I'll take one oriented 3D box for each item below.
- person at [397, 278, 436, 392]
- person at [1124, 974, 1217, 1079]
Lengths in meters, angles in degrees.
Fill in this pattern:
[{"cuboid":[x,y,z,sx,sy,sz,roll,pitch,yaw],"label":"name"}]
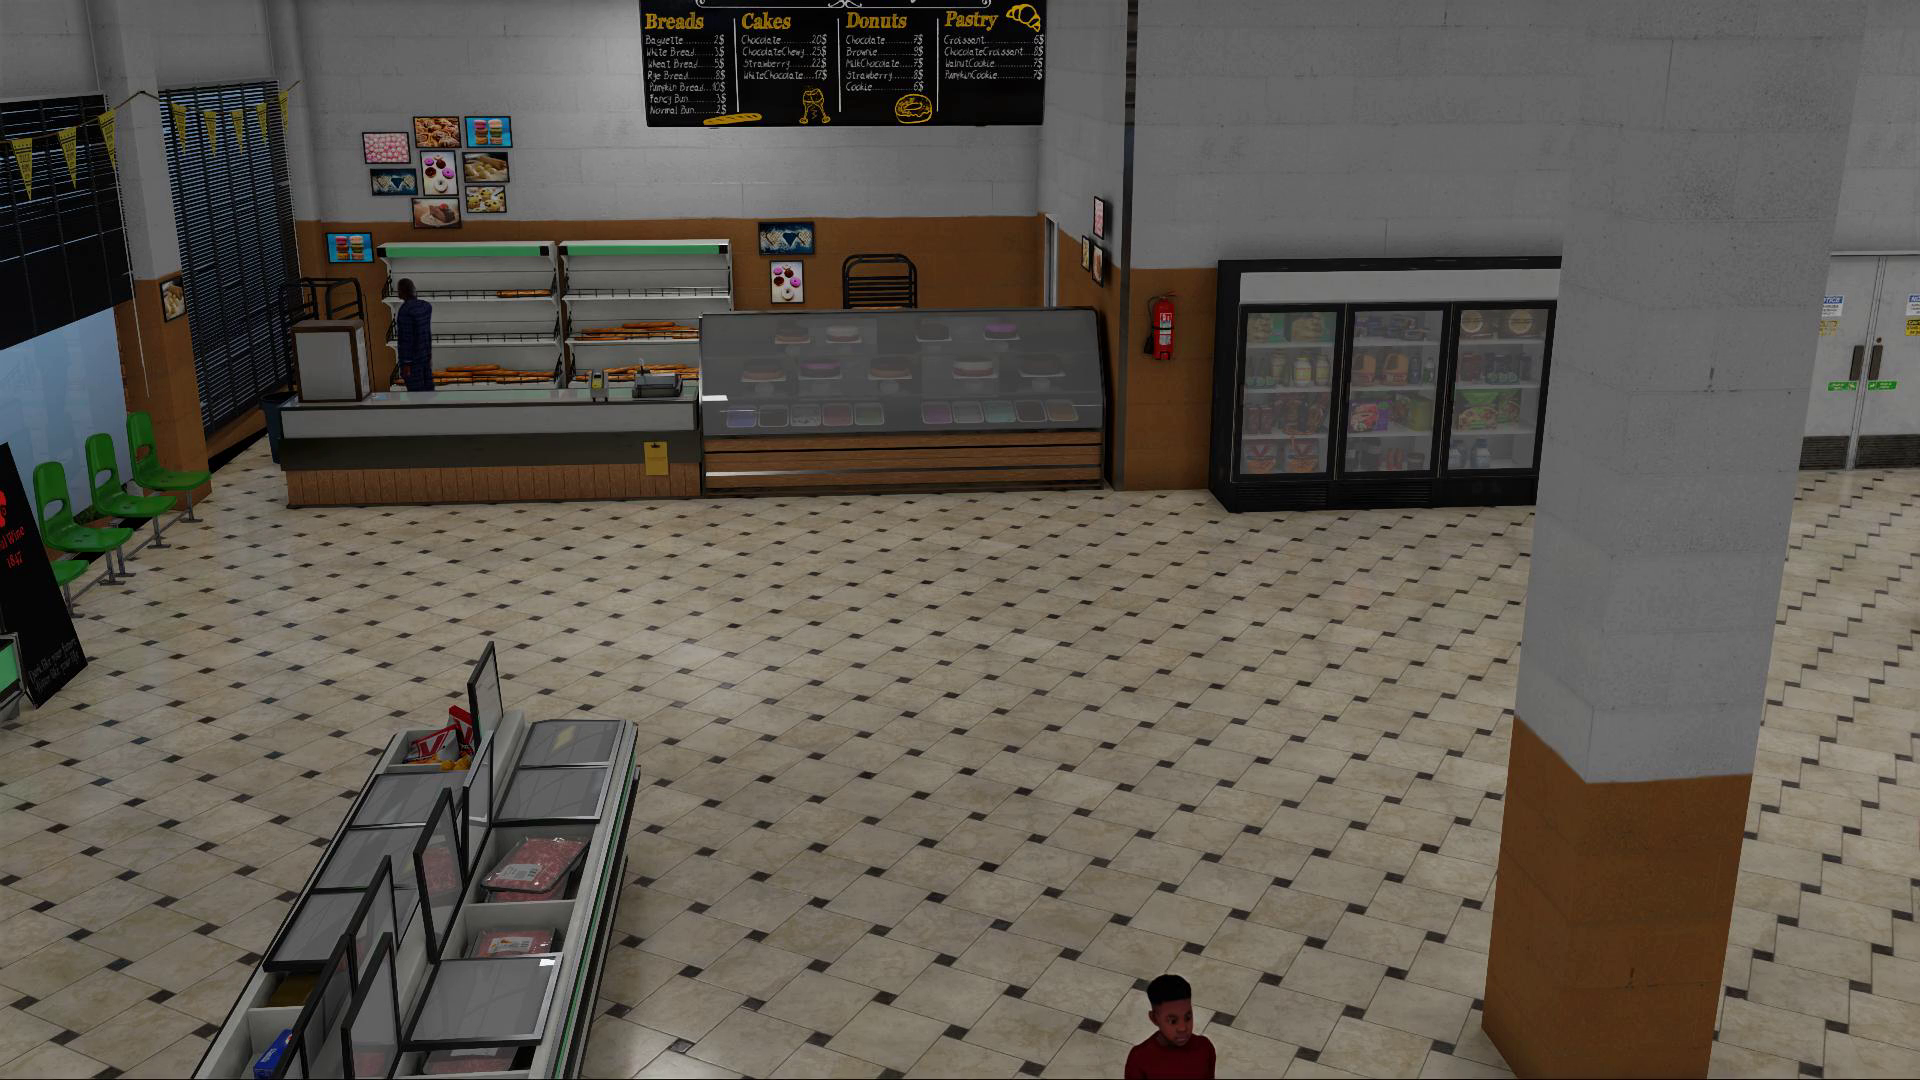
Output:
[{"cuboid":[-6.102,-2.035,18.663,0.810,1.824,0.670,5,18,16],"label":"person"},{"cuboid":[0.725,2.119,5.963,0.516,1.255,0.514,-4,17,-12],"label":"person"}]
